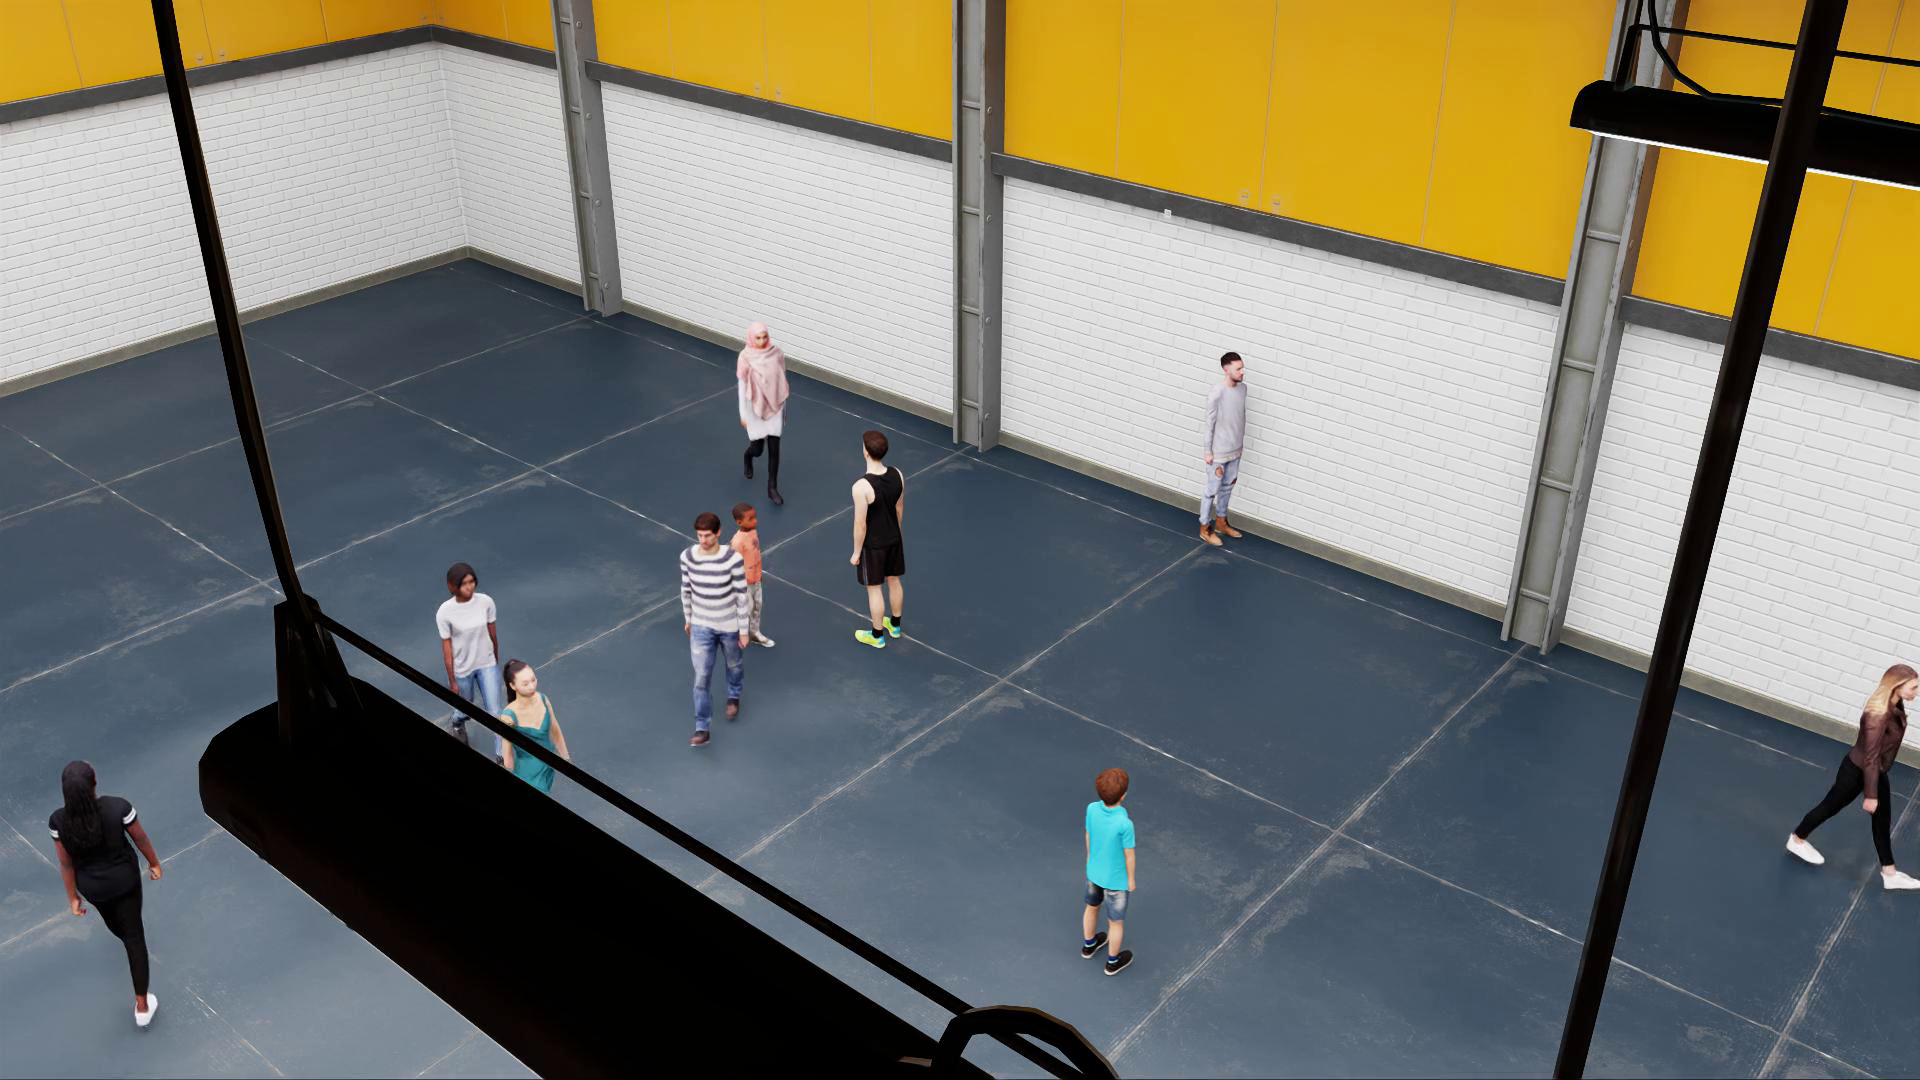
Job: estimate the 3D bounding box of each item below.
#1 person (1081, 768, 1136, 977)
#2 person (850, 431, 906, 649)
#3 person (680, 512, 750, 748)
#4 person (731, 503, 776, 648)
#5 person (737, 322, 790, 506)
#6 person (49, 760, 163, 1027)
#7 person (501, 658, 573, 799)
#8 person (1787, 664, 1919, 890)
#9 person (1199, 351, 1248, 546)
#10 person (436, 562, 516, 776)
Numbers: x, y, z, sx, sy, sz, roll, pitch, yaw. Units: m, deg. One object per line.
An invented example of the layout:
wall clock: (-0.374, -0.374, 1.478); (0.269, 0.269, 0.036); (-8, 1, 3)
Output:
person: (0.906, 2.020, 10.205); (0.447, 1.450, 0.587); (25, 38, 38)
person: (-0.650, -0.004, 13.453); (0.711, 1.892, 0.620); (-24, 36, -36)
person: (-1.798, 0.577, 12.466); (1.129, 1.817, 1.119); (2, 29, 3)
person: (-1.787, 0.280, 13.549); (0.755, 1.301, 0.573); (14, 32, 24)
person: (-1.897, -1.236, 15.818); (0.817, 1.791, 0.993); (-15, 32, -26)
person: (-5.007, 2.097, 9.823); (1.030, 1.681, 1.259); (-10, 30, -17)
person: (-2.839, 1.510, 10.940); (1.031, 1.641, 0.642); (18, 34, 30)
person: (5.839, 1.508, 10.929); (0.700, 1.655, 1.098); (-25, 37, -38)
person: (2.381, -0.855, 15.070); (0.709, 1.839, 0.630); (-22, 36, -35)
person: (-3.541, 0.920, 11.969); (0.803, 1.692, 1.143); (-18, 33, -29)
